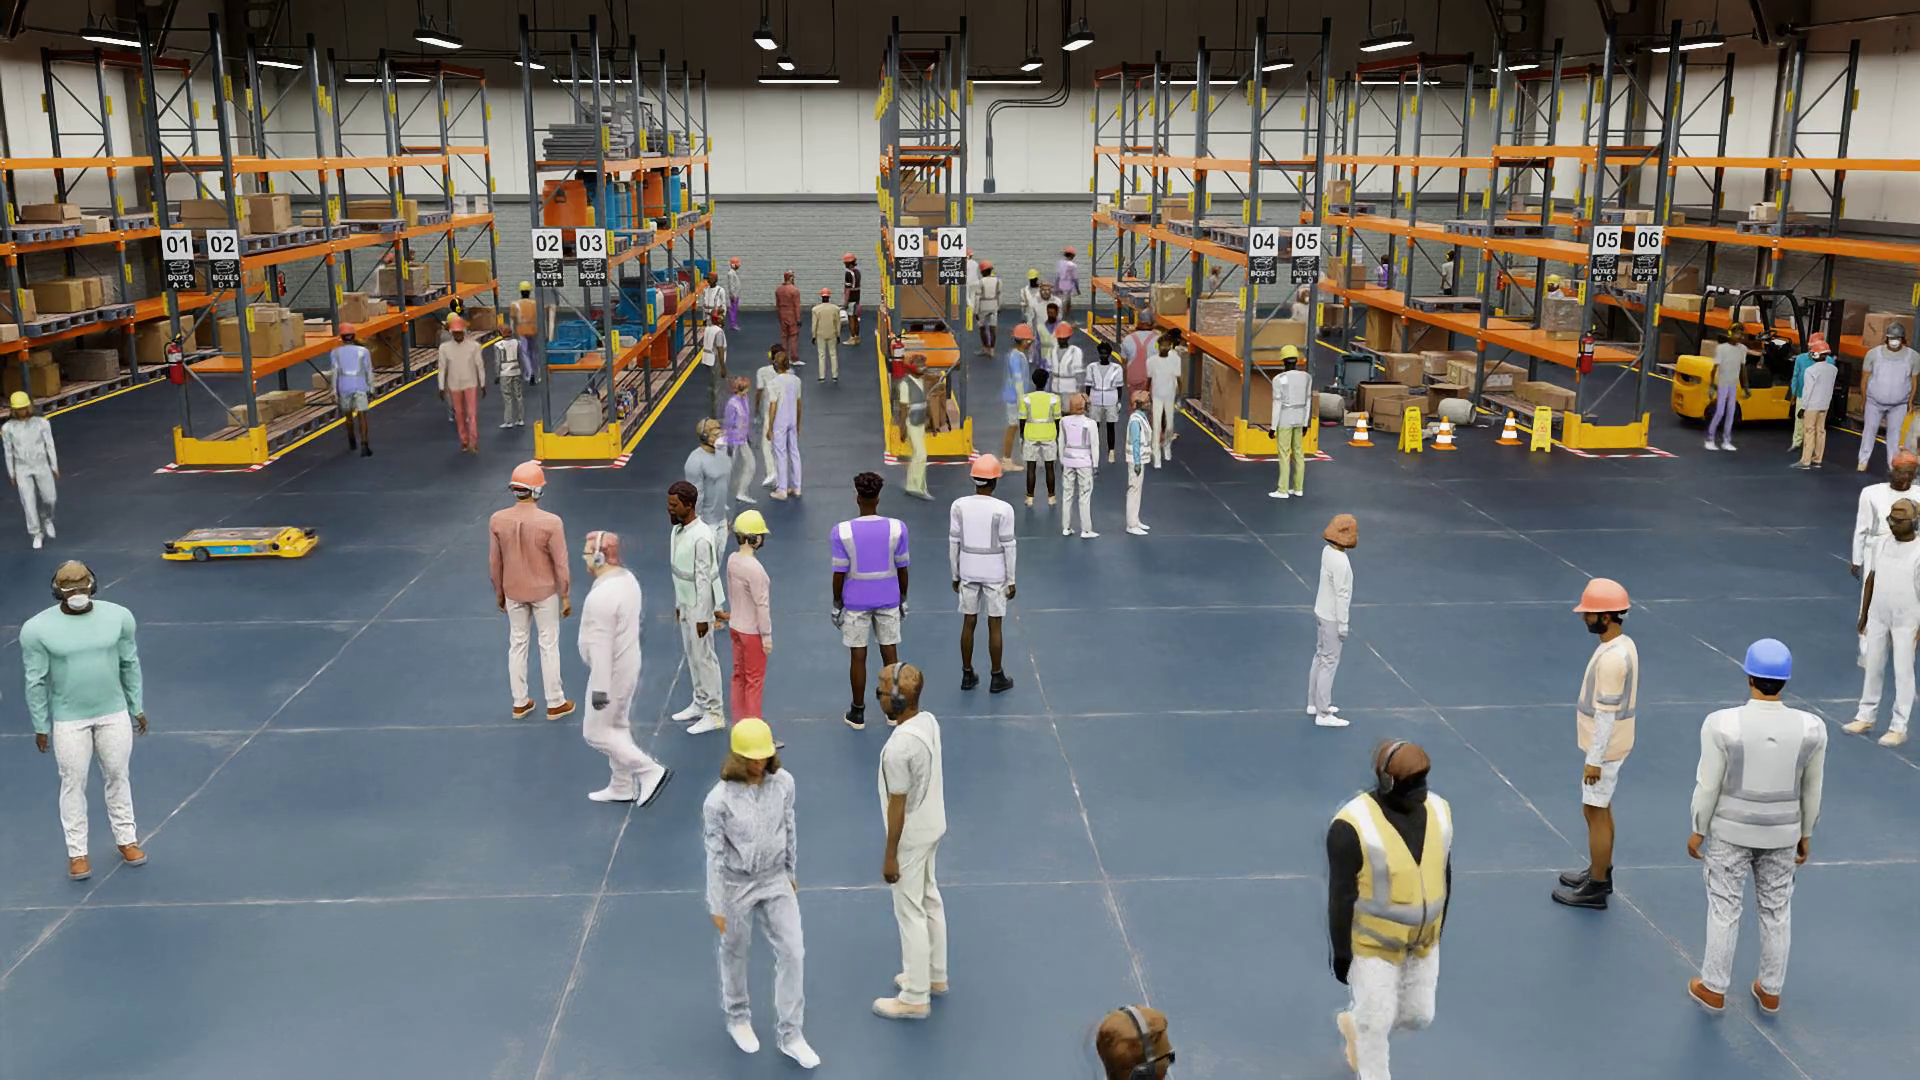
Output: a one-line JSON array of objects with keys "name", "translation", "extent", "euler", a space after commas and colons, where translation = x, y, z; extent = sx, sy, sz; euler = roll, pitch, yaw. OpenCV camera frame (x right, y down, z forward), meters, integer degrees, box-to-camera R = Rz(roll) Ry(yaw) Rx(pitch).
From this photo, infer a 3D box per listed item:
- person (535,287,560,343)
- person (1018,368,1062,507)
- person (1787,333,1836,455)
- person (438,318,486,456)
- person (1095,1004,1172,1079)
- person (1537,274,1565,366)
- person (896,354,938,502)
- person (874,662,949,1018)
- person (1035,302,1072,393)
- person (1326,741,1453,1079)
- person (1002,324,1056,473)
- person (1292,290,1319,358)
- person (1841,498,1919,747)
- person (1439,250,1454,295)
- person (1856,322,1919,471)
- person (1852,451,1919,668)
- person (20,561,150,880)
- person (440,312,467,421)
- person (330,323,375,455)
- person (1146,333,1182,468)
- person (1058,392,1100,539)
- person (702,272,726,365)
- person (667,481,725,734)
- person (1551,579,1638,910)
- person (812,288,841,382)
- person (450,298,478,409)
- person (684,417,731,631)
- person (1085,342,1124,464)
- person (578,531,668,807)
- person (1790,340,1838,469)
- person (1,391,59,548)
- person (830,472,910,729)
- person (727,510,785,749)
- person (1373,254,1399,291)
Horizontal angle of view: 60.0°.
[{"name": "person", "translation": [-9.244, -5.270, 37.285], "extent": [0.523, 1.720, 0.915], "euler": [-3, 14, -11]}, {"name": "person", "translation": [0.974, -1.242, 20.265], "extent": [0.538, 1.695, 0.320], "euler": [0, 13, 1]}, {"name": "person", "translation": [12.157, -2.096, 23.784], "extent": [0.354, 1.744, 0.563], "euler": [-11, 17, -39]}, {"name": "person", "translation": [-7.092, -2.173, 23.667], "extent": [0.653, 1.940, 1.028], "euler": [-3, 14, -12]}, {"name": "person", "translation": [0.465, 2.288, 5.109], "extent": [0.953, 1.806, 0.511], "euler": [-7, 15, -26]}, {"name": "person", "translation": [11.887, -4.410, 33.393], "extent": [0.403, 1.831, 0.595], "euler": [-1, 13, -3]}, {"name": "person", "translation": [-0.478, -1.399, 20.658], "extent": [0.601, 1.818, 0.614], "euler": [5, 14, 22]}, {"name": "person", "translation": [-0.251, 1.498, 8.365], "extent": [0.343, 1.838, 0.503], "euler": [4, 14, 18]}, {"name": "person", "translation": [1.529, -2.902, 26.870], "extent": [0.600, 1.903, 0.582], "euler": [4, 14, 17]}, {"name": "person", "translation": [1.870, 1.730, 7.393], "extent": [0.623, 1.830, 0.616], "euler": [-5, 14, -21]}, {"name": "person", "translation": [0.939, -1.886, 22.303], "extent": [0.820, 2.014, 0.625], "euler": [2, 13, 10]}, {"name": "person", "translation": [6.773, -4.109, 32.652], "extent": [0.516, 1.581, 0.890], "euler": [-2, 13, -7]}, {"name": "person", "translation": [6.844, 0.590, 12.187], "extent": [0.325, 1.843, 0.516], "euler": [-7, 15, -27]}, {"name": "person", "translation": [11.965, -6.153, 40.696], "extent": [0.521, 1.874, 0.327], "euler": [-5, 14, -19]}, {"name": "person", "translation": [12.480, -1.912, 22.367], "extent": [0.688, 2.000, 0.538], "euler": [6, 15, 25]}, {"name": "person", "translation": [7.842, 0.145, 14.043], "extent": [0.569, 1.869, 0.552], "euler": [6, 15, 24]}, {"name": "person", "translation": [-5.214, 1.064, 9.989], "extent": [0.643, 1.934, 0.392], "euler": [-10, 17, -38]}, {"name": "person", "translation": [-8.062, -2.769, 26.637], "extent": [0.484, 1.744, 0.295], "euler": [5, 14, 19]}, {"name": "person", "translation": [-8.706, -2.172, 23.871], "extent": [0.565, 1.868, 1.115], "euler": [-4, 14, -16]}, {"name": "person", "translation": [2.805, -1.946, 22.962], "extent": [0.520, 1.850, 0.724], "euler": [0, 13, 1]}, {"name": "person", "translation": [1.332, -0.831, 18.638], "extent": [0.517, 1.645, 0.305], "euler": [9, 16, 34]}, {"name": "person", "translation": [-4.958, -4.450, 33.456], "extent": [0.584, 1.884, 0.349], "euler": [9, 16, 33]}, {"name": "person", "translation": [-1.980, 0.488, 12.494], "extent": [0.396, 1.910, 0.586], "euler": [-7, 15, -27]}, {"name": "person", "translation": [3.673, 1.166, 9.590], "extent": [0.389, 1.924, 0.549], "euler": [6, 15, 24]}, {"name": "person", "translation": [-2.513, -3.846, 31.177], "extent": [0.573, 1.749, 0.342], "euler": [-5, 14, -19]}, {"name": "person", "translation": [-8.335, -3.090, 27.723], "extent": [0.328, 1.873, 0.517], "euler": [-11, 17, -38]}, {"name": "person", "translation": [-2.269, -0.156, 15.145], "extent": [0.372, 1.940, 0.627], "euler": [3, 14, 14]}, {"name": "person", "translation": [1.989, -1.901, 23.053], "extent": [0.540, 1.697, 0.317], "euler": [3, 14, 11]}, {"name": "person", "translation": [-2.240, 0.865, 10.928], "extent": [0.510, 1.888, 0.665], "euler": [1, 13, 3]}, {"name": "person", "translation": [11.658, -1.845, 22.698], "extent": [0.565, 1.751, 0.330], "euler": [-7, 15, -26]}, {"name": "person", "translation": [-10.167, -0.776, 18.212], "extent": [0.502, 1.729, 0.370], "euler": [-8, 15, -29]}, {"name": "person", "translation": [-0.675, 0.453, 12.505], "extent": [0.604, 1.966, 0.367], "euler": [-3, 14, -13]}, {"name": "person", "translation": [-1.510, 0.653, 12.092], "extent": [0.309, 1.769, 0.524], "euler": [-9, 16, -32]}, {"name": "person", "translation": [10.088, -5.868, 39.562], "extent": [0.624, 1.840, 0.429], "euler": [-3, 14, -11]}]
